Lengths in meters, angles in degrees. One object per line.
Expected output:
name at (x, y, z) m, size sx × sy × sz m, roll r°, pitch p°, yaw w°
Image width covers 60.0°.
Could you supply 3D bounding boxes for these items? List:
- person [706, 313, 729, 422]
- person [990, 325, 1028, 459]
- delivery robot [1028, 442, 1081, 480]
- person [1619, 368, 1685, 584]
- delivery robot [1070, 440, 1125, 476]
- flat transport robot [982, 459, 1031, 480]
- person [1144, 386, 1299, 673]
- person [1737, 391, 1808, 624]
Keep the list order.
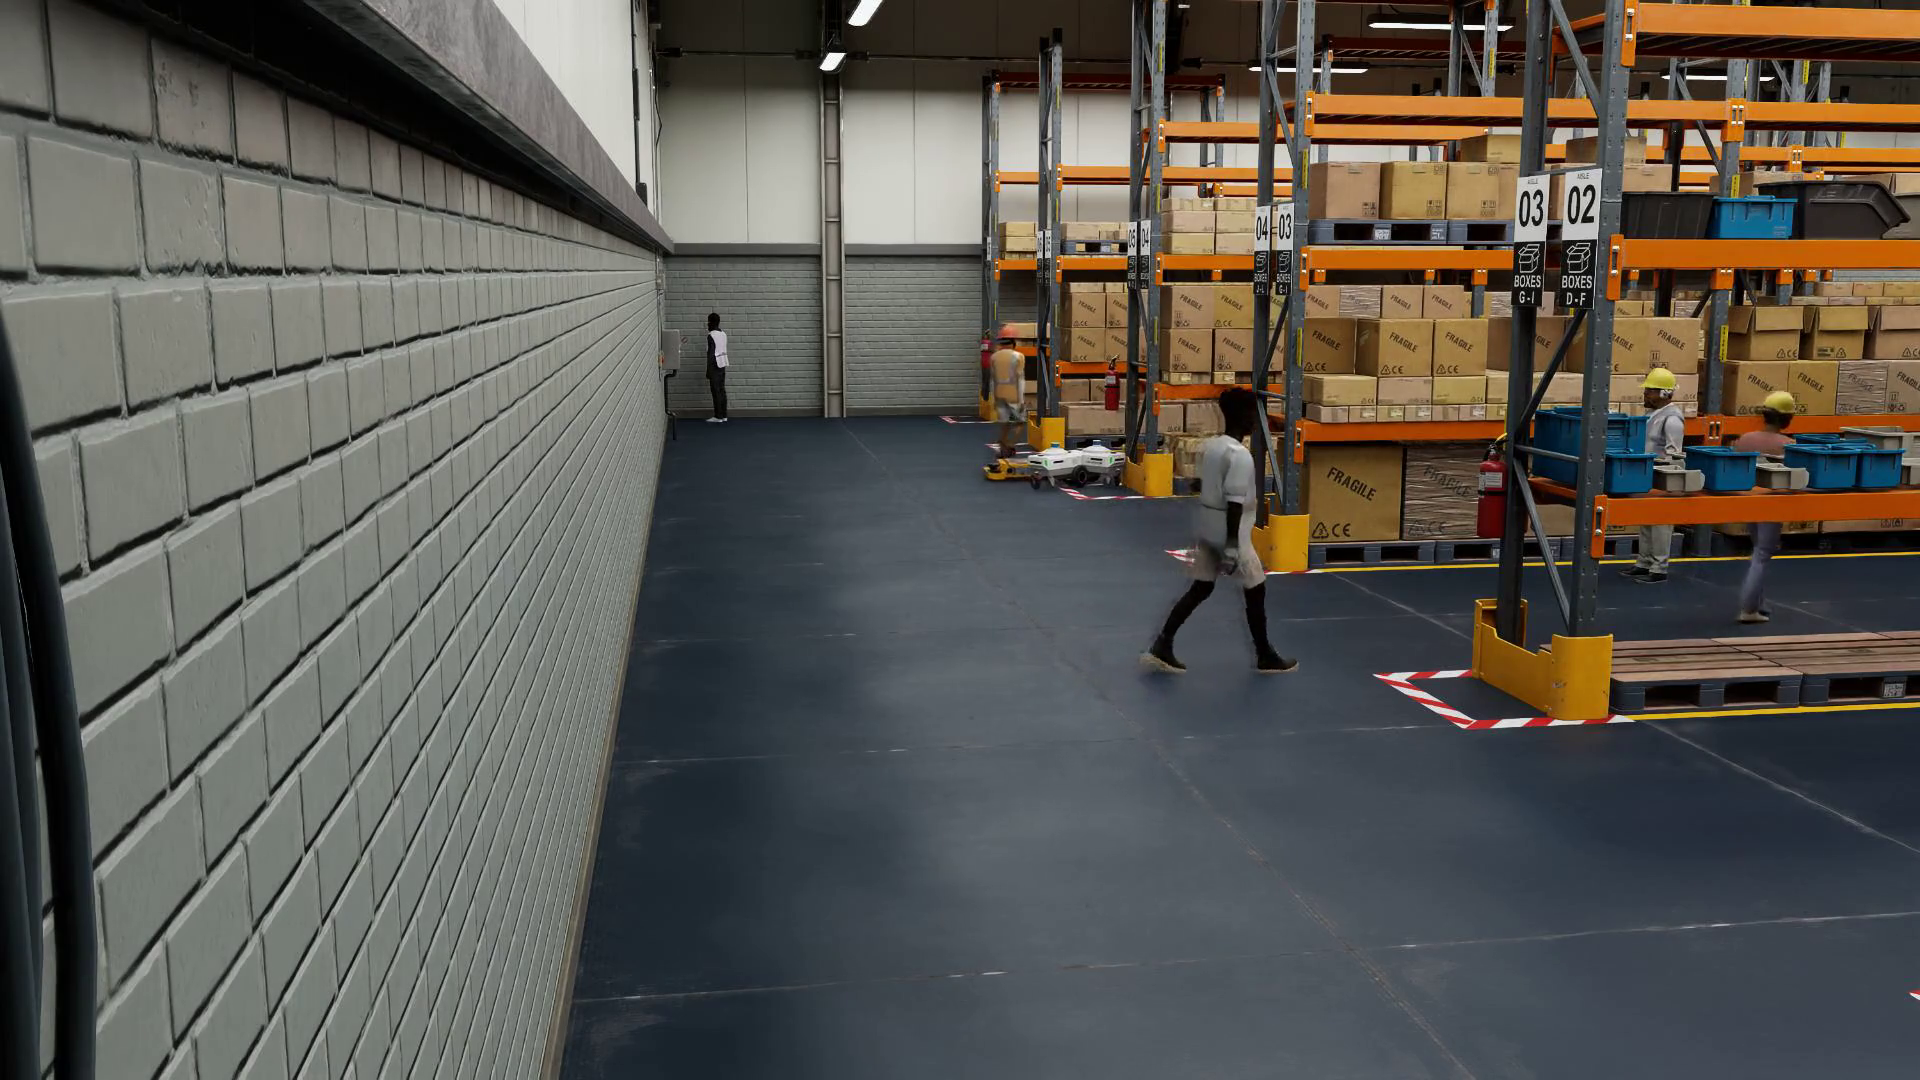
person at (-4.261, -3.023, 29.213) m, size 0.388 × 1.912 × 0.592 m, roll 3°, pitch 10°, yaw 16°
person at (0.661, -1.901, 22.218) m, size 0.561 × 1.920 × 0.401 m, roll 7°, pitch 11°, yaw 36°
delivery robot at (1.152, -0.946, 20.262) m, size 0.477 × 0.478 × 0.707 m, roll 9°, pitch 13°, yaw 43°
person at (5.888, -0.543, 14.125) m, size 0.404 × 1.837 × 0.590 m, roll 0°, pitch 9°, yaw 0°
delivery robot at (1.689, -0.991, 20.541) m, size 0.707 × 0.478 × 0.477 m, roll 8°, pitch 12°, yaw 41°
flat transport robot at (1.032, -0.918, 21.255) m, size 1.431 × 0.197 × 0.652 m, roll -1°, pitch 9°, yaw -6°
person at (1.702, -0.051, 10.864) m, size 1.022 × 1.921 × 0.614 m, roll -2°, pitch 9°, yaw -14°
person at (6.136, -0.244, 12.536) m, size 0.640 × 1.743 × 0.557 m, roll -4°, pitch 10°, yaw -25°
